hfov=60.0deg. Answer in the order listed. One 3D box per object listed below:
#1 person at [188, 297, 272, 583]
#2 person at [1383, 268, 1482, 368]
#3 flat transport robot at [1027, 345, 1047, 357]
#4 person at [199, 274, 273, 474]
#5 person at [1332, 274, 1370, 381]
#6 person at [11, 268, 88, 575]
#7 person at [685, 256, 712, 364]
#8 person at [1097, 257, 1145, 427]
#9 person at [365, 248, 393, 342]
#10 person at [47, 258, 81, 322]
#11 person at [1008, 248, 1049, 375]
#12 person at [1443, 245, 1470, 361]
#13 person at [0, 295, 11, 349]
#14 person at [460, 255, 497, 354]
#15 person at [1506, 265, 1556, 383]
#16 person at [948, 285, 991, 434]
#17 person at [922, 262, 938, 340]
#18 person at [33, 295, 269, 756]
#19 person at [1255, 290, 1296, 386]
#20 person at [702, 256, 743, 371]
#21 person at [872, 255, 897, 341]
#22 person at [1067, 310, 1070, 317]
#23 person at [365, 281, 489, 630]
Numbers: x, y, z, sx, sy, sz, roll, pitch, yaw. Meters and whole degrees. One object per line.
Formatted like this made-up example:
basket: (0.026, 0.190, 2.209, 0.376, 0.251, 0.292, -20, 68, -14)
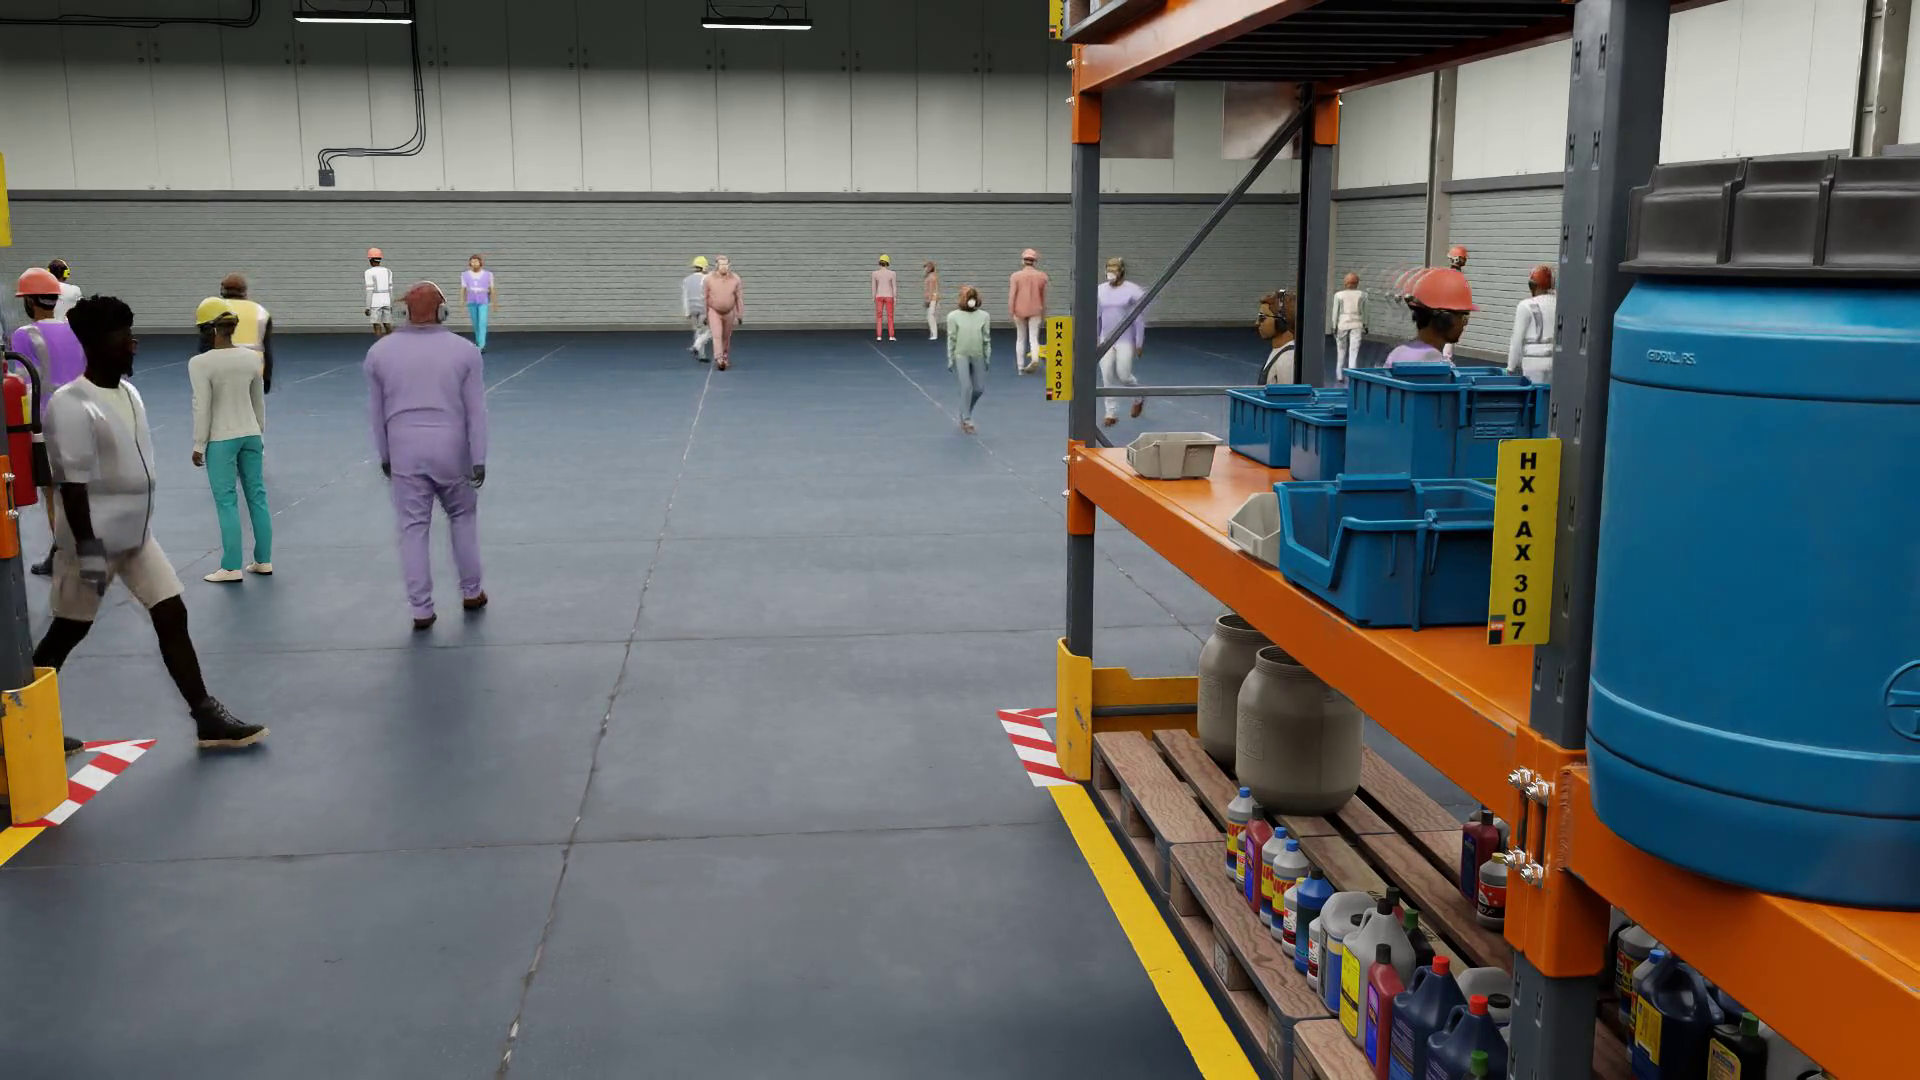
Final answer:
person: (-4.535, -0.617, 10.318, 0.316, 1.765, 0.523, 5, 11, 25)
person: (2.139, -0.232, 7.586, 1.036, 1.988, 0.632, -2, 11, -11)
flat transport robot: (1.853, -3.353, 29.411, 0.652, 0.197, 1.431, 7, 13, 35)
person: (-6.423, -1.465, 14.874, 0.638, 1.802, 0.675, 10, 14, 43)
person: (5.686, -3.069, 24.218, 0.522, 1.595, 0.844, 3, 11, 15)
person: (-5.755, -0.745, 10.541, 0.362, 1.935, 0.553, 3, 11, 17)
person: (-4.355, -3.839, 27.830, 0.606, 1.814, 0.515, 7, 12, 33)
person: (1.822, -2.243, 18.831, 0.644, 1.918, 0.638, 7, 12, 34)
person: (-10.105, -4.093, 28.892, 0.361, 1.940, 0.543, 6, 12, 31)
person: (-10.821, -2.452, 20.082, 0.512, 1.872, 0.330, -2, 11, -11)
person: (1.057, -3.501, 25.593, 0.636, 1.959, 0.738, 0, 10, 0)
person: (7.646, -3.542, 25.709, 0.375, 1.997, 0.611, 4, 11, 19)
person: (-11.394, -2.343, 19.392, 0.430, 1.901, 0.711, 1, 10, 7)
person: (-8.832, -4.310, 30.474, 0.607, 1.798, 0.976, -1, 10, -3)
person: (5.396, -1.626, 15.568, 0.571, 1.868, 0.422, -6, 12, -28)
person: (0.083, -1.974, 18.162, 0.504, 1.619, 0.523, -4, 11, -19)
person: (-0.620, -4.950, 34.495, 0.328, 1.609, 0.635, -1, 10, -4)
person: (-3.470, -0.039, 6.769, 1.033, 1.907, 0.602, 0, 10, 2)
person: (1.738, -0.442, 9.134, 0.345, 1.846, 0.508, 1, 10, 7)
person: (-3.833, -3.664, 26.869, 0.657, 1.830, 1.081, -4, 11, -20)
person: (-1.544, -4.953, 34.074, 0.523, 1.769, 0.321, 1, 10, 8)
person: (2.257, -4.486, 31.872, 0.914, 1.639, 0.531, -4, 11, -20)
person: (-2.933, -0.488, 9.279, 0.652, 1.878, 0.841, -1, 10, -8)
